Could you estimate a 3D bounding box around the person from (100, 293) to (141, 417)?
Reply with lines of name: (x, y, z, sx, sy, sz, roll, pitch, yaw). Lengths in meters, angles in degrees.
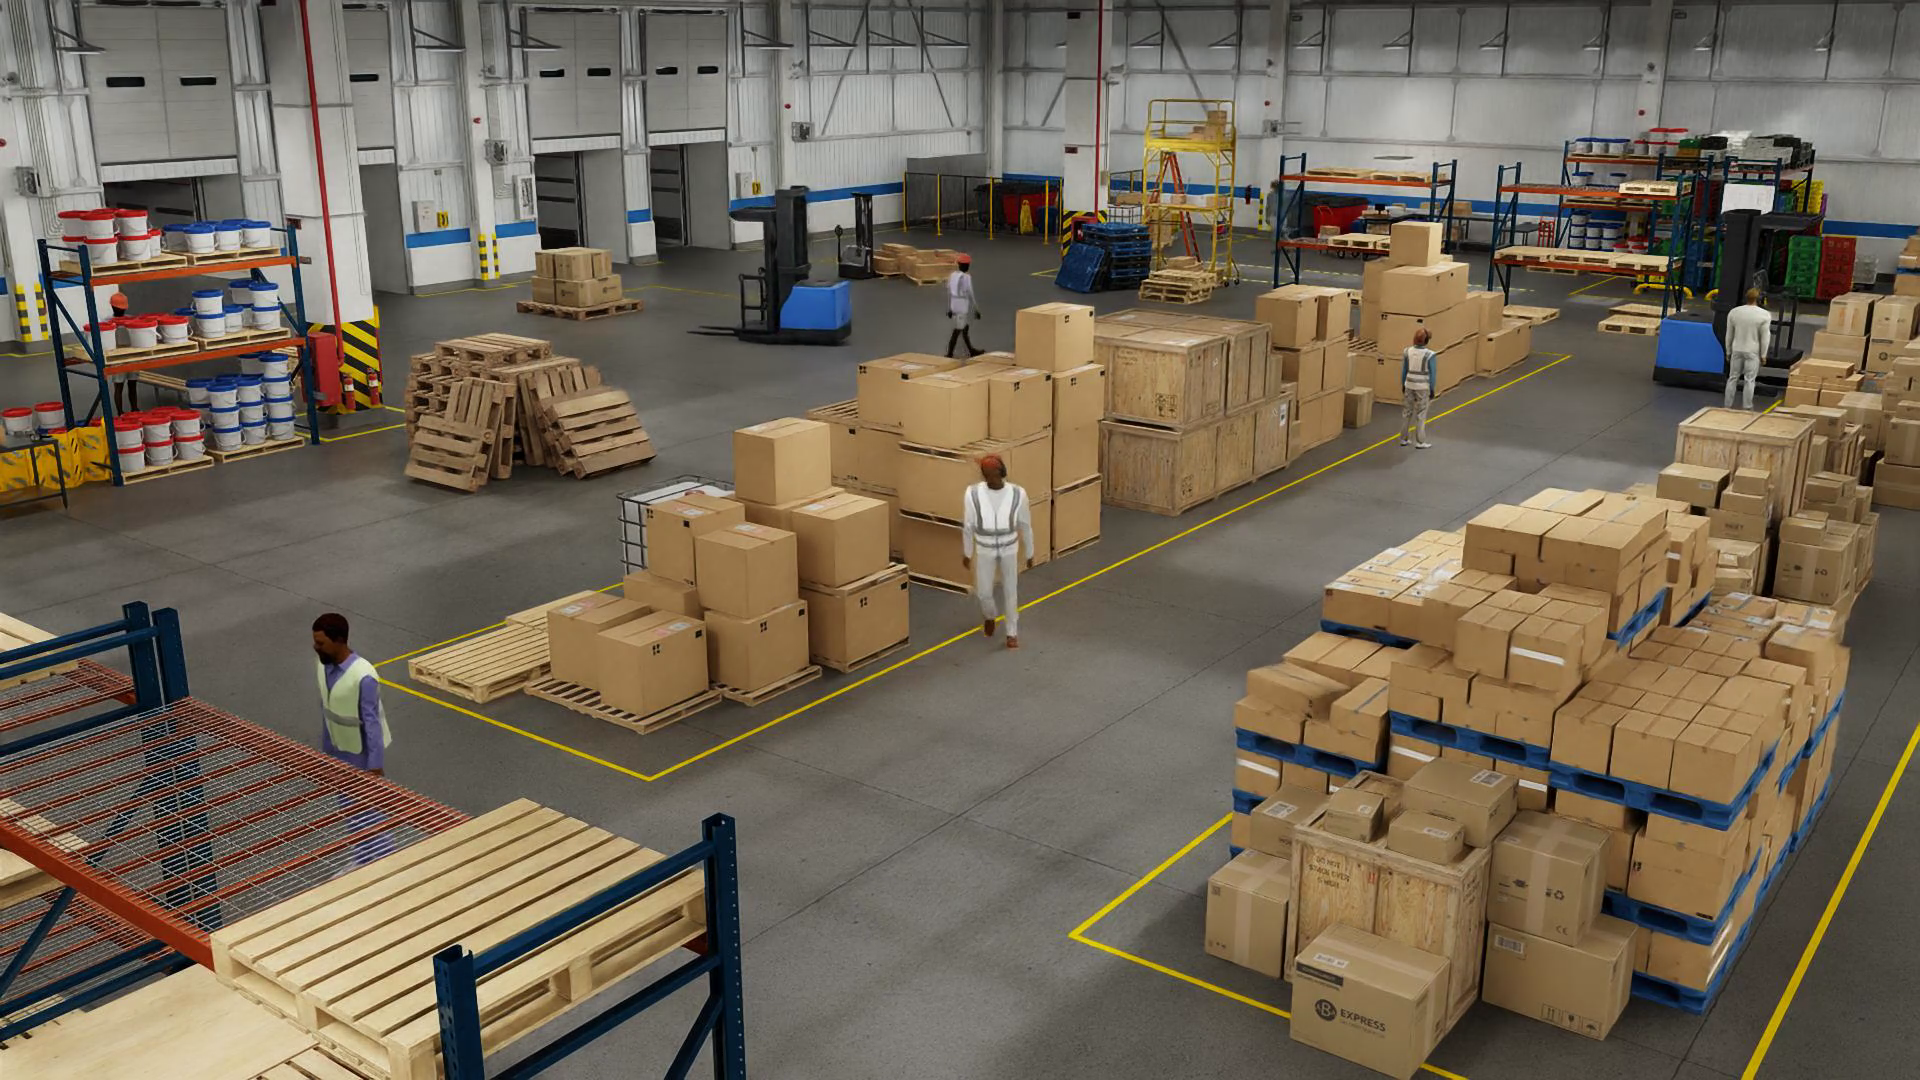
person: (-12.074, -2.615, 24.055, 0.372, 1.928, 0.543, 8, 19, 24)

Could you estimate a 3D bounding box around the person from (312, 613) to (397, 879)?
person: (-3.951, 1.374, 10.898, 0.608, 1.909, 0.401, 14, 22, 39)

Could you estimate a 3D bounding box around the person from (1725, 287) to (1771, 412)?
person: (11.590, -2.759, 24.514, 0.372, 1.940, 0.632, -15, 23, -41)

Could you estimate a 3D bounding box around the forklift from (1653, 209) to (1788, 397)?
forklift: (12.271, -3.827, 26.446, 1.873, 2.768, 1.129, 12, 21, 35)

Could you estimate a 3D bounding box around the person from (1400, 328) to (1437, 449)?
person: (6.264, -2.071, 22.745, 0.310, 1.638, 0.522, -14, 22, -39)

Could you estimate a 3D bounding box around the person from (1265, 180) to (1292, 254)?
person: (8.256, -8.383, 43.210, 0.659, 1.895, 0.474, 11, 20, 33)

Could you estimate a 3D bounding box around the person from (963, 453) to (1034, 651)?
person: (0.358, 0.099, 15.159, 0.671, 1.870, 0.475, 0, 17, 0)

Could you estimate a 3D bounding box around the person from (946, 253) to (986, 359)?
person: (0.112, -3.986, 28.660, 0.958, 1.891, 0.570, -9, 19, -27)

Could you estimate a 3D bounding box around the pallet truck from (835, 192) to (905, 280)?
pallet truck: (-1.936, -7.159, 38.982, 1.885, 1.965, 0.823, -12, 21, -34)

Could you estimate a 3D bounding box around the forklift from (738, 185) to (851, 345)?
forklift: (-3.048, -5.083, 30.605, 1.873, 2.768, 1.129, 4, 17, 14)
